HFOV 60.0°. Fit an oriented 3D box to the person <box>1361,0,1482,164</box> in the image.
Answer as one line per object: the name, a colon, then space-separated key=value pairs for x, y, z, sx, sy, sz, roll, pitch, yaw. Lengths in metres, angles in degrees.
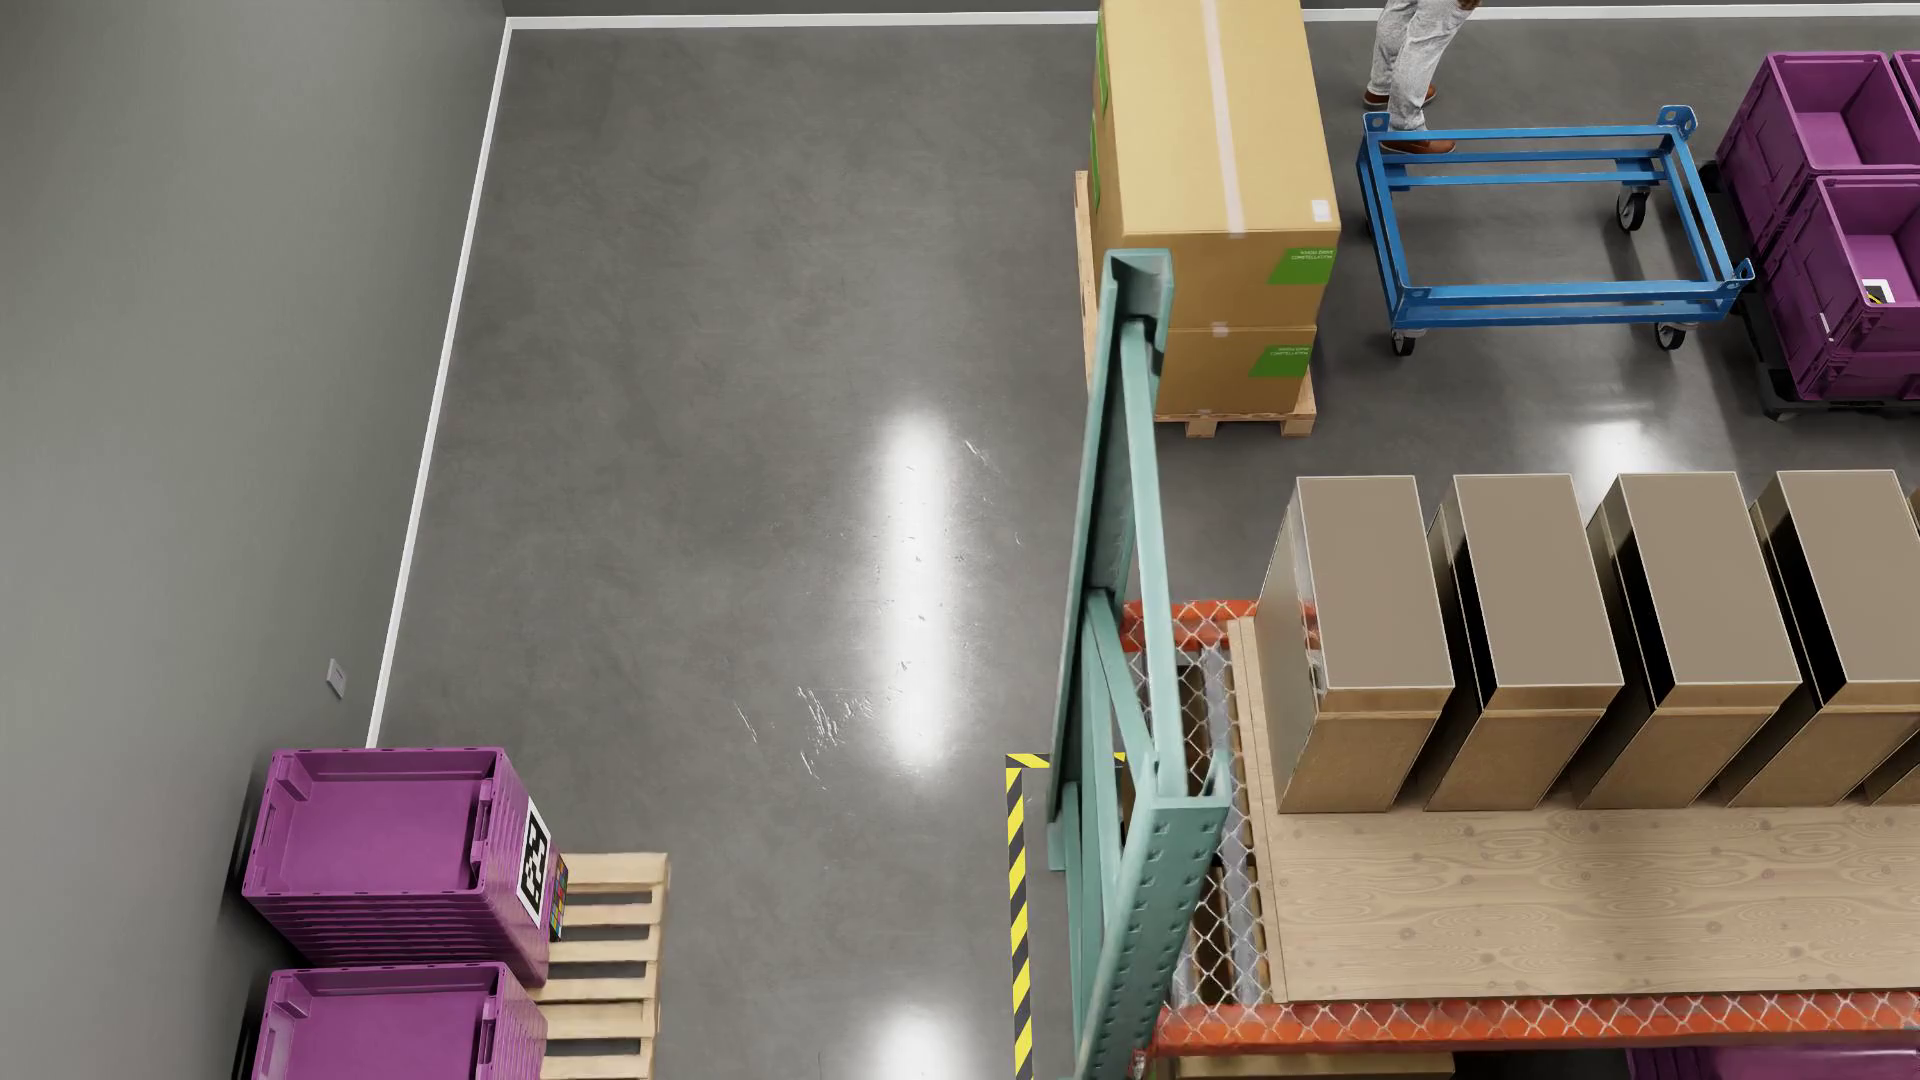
person: x=1.819 y=-2.239 z=6.075 sx=0.372 sy=1.940 sz=0.632 roll=-3 pitch=58 yaw=-2
